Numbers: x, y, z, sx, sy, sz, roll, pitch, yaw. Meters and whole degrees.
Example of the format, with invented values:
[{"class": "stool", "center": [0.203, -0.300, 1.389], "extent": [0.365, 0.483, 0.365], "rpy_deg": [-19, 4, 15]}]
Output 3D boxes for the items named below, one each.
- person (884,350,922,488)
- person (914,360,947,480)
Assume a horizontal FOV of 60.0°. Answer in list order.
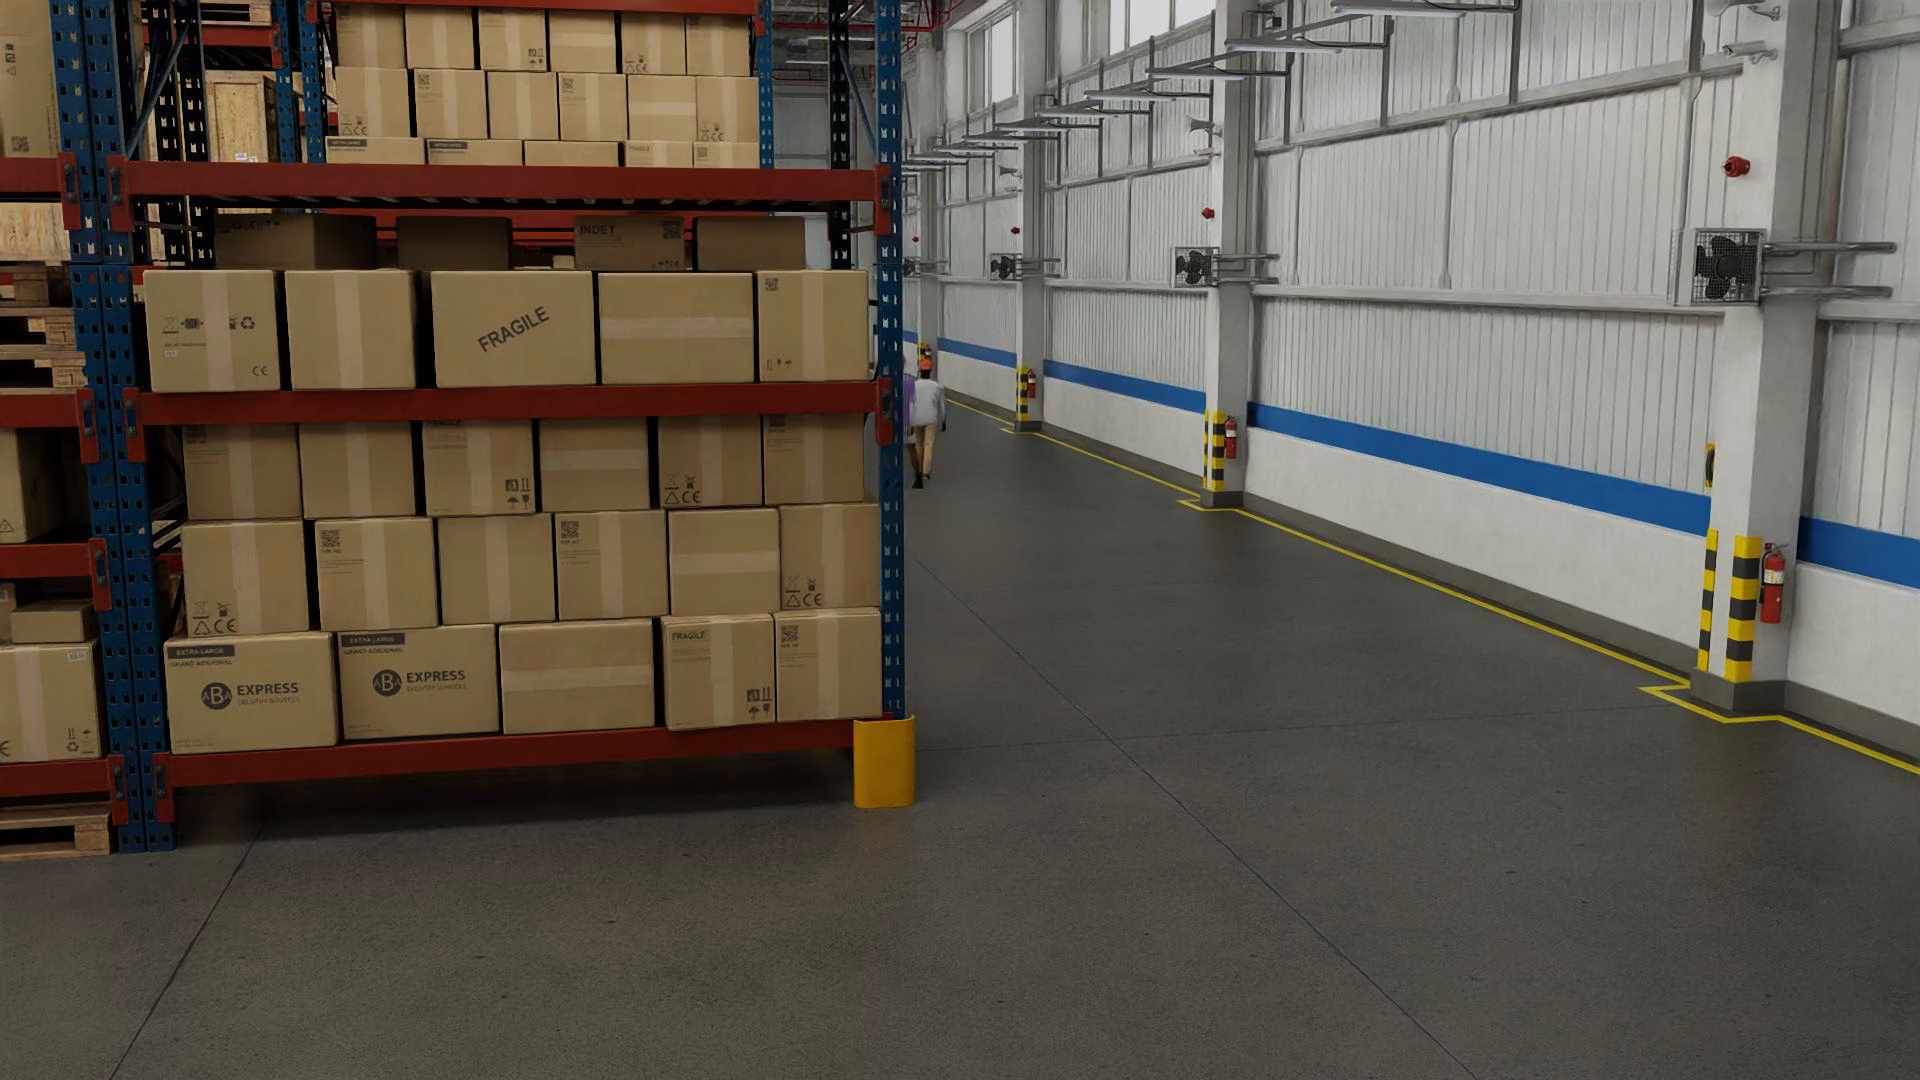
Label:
[{"class": "person", "center": [-0.782, -1.648, 22.815], "extent": [0.570, 1.904, 0.527], "rpy_deg": [4, 10, 23]}, {"class": "person", "center": [-0.486, -1.736, 23.963], "extent": [0.585, 1.701, 0.917], "rpy_deg": [1, 9, 4]}]
